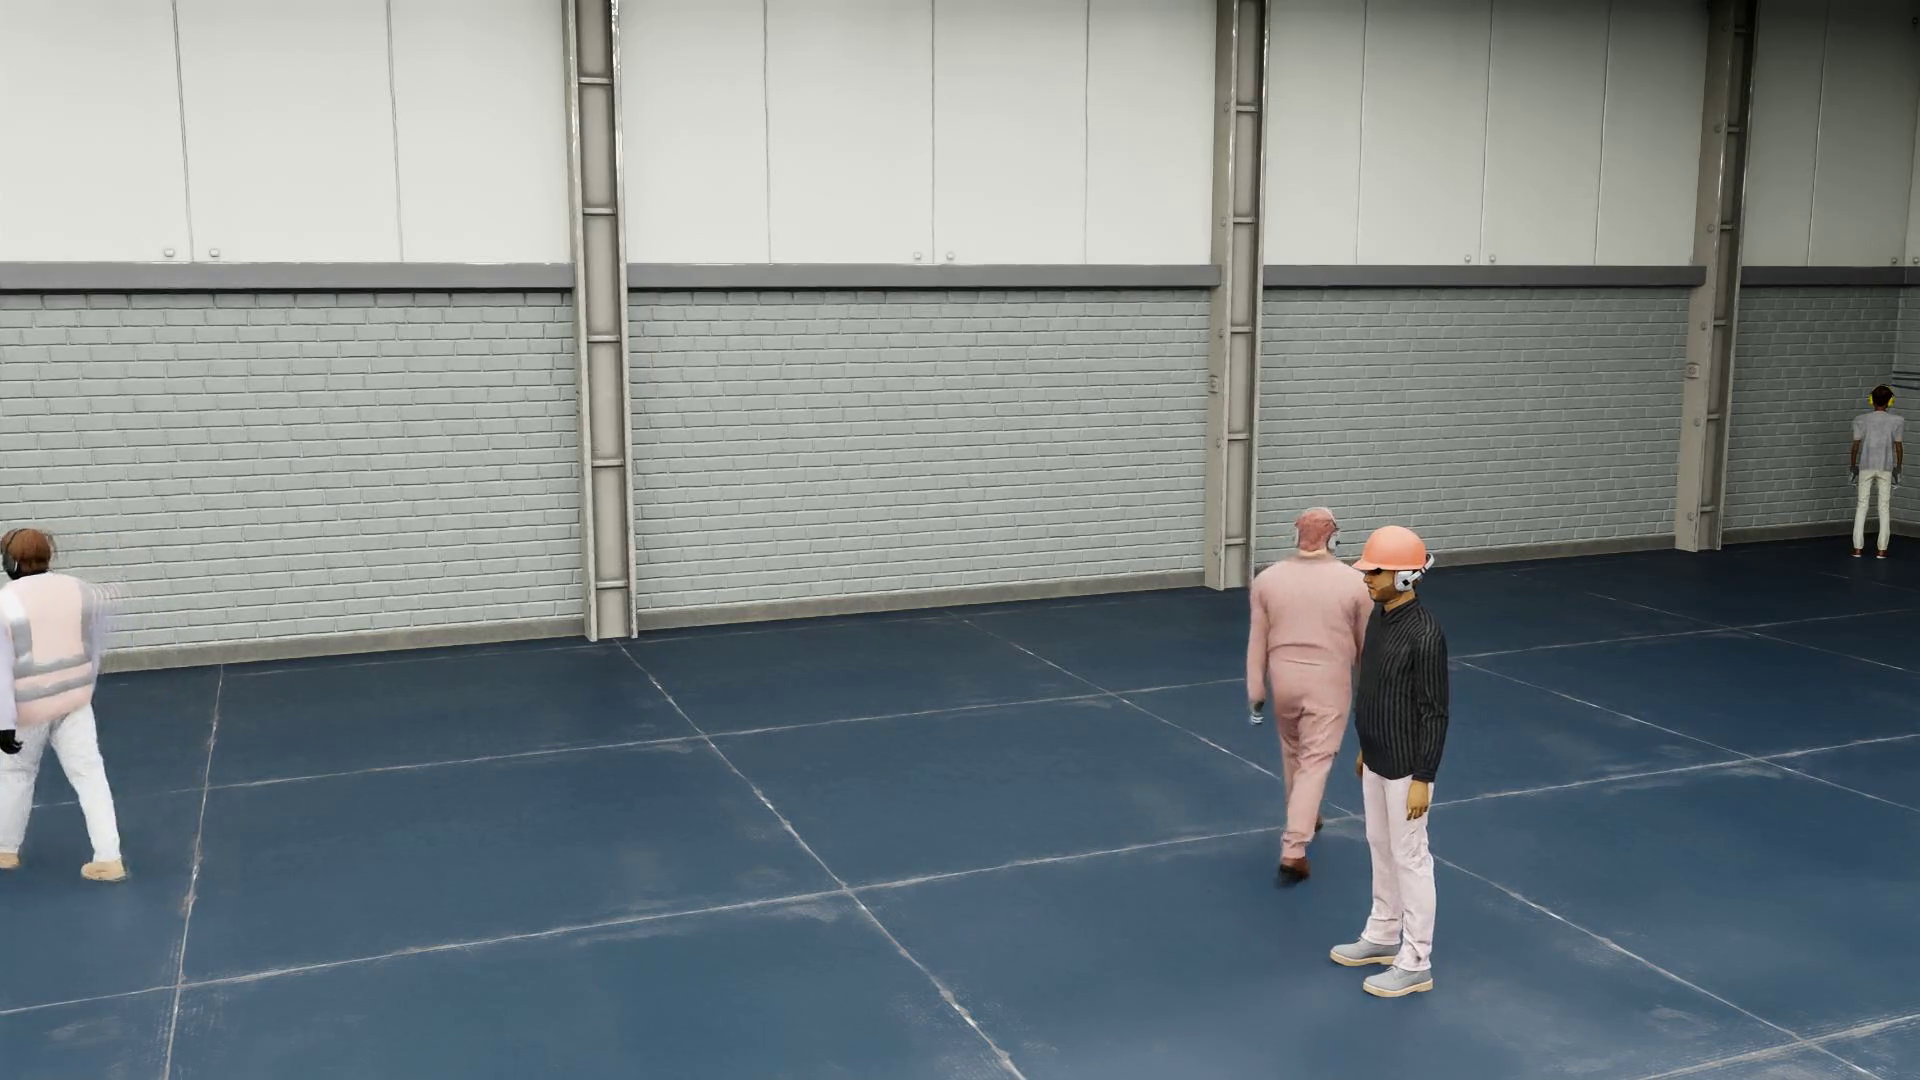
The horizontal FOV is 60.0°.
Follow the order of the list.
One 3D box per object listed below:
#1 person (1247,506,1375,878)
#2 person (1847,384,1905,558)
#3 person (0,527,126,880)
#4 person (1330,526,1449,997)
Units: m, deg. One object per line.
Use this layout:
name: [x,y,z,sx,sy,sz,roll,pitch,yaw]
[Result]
person: [1.795,0.759,8.551,0.632,1.859,0.980,5,11,30]
person: [9.839,-0.736,17.876,0.514,1.872,0.328,5,10,28]
person: [-4.603,0.822,8.362,0.977,1.789,0.646,5,10,29]
person: [1.829,0.925,7.048,0.395,1.993,0.616,-1,9,-9]
